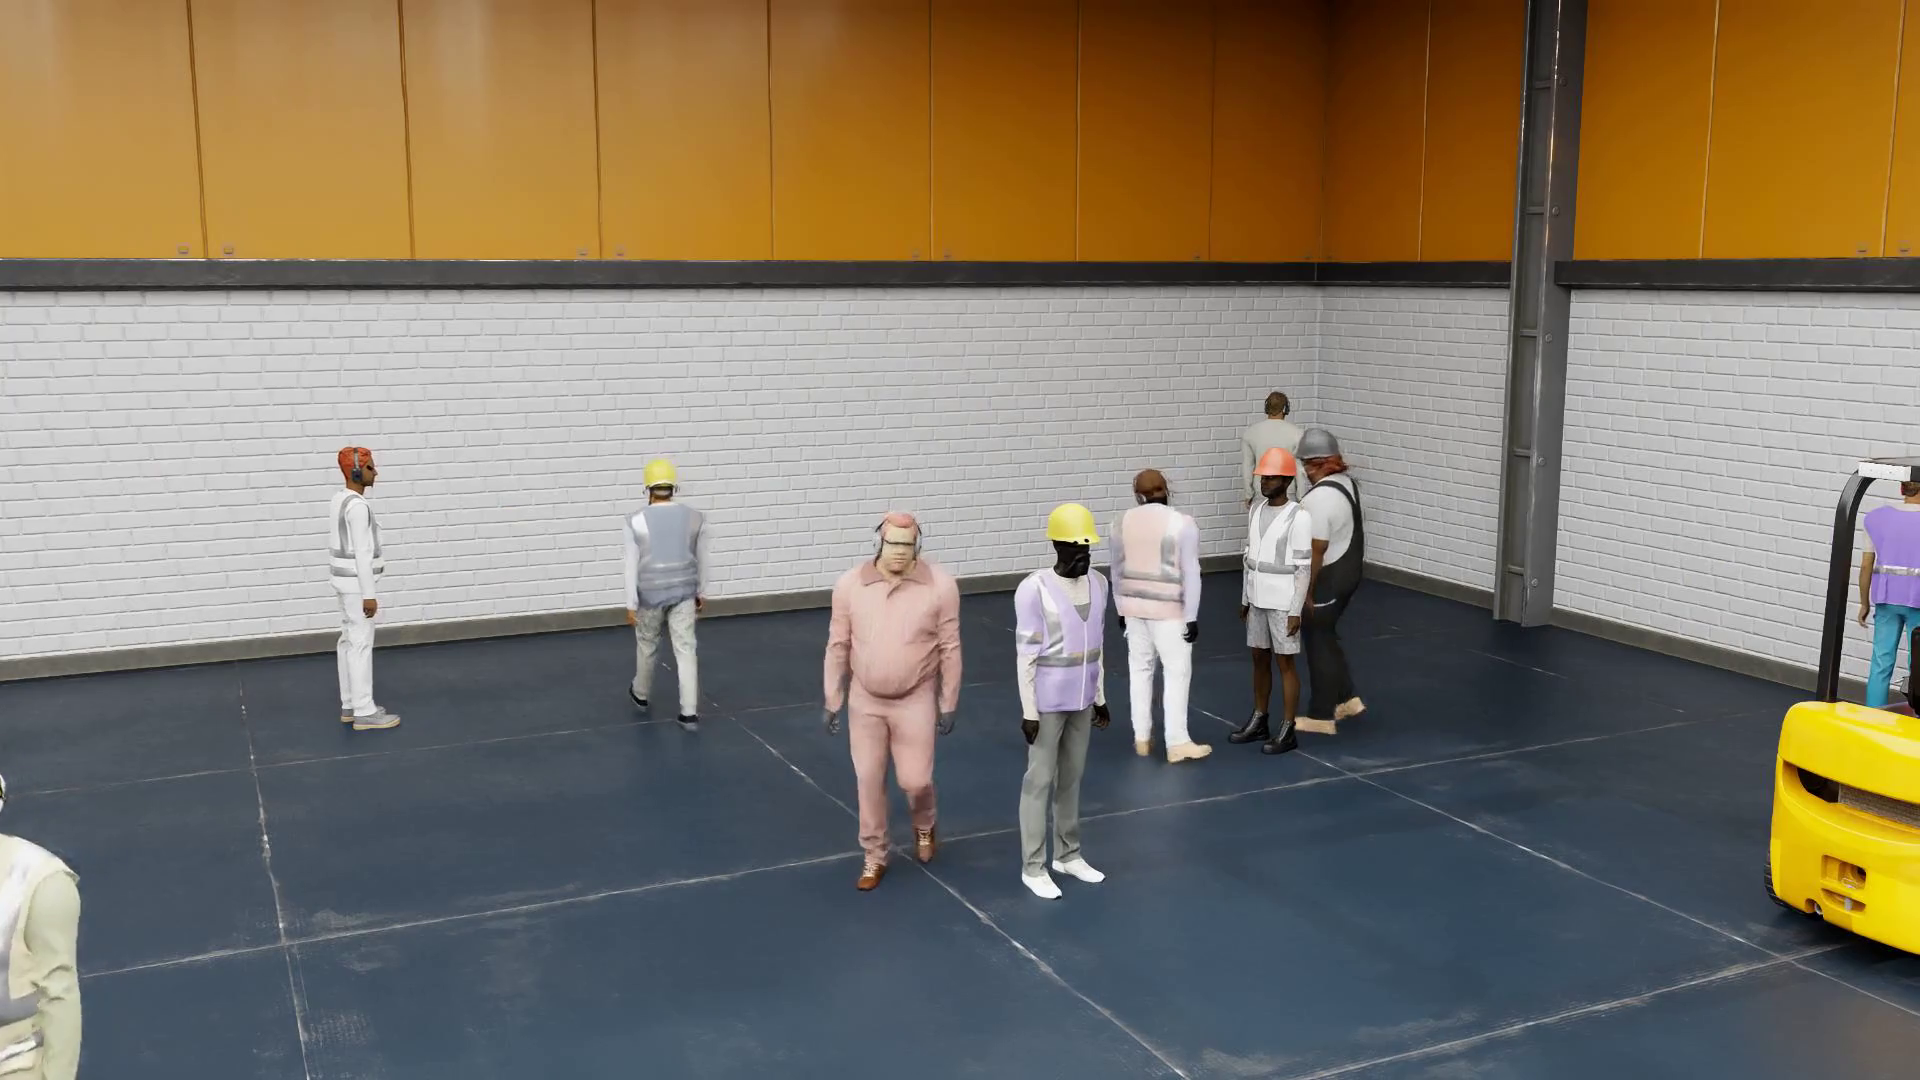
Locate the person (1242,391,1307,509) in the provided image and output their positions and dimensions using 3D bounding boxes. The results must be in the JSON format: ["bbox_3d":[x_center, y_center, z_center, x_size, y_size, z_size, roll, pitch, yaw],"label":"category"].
[{"bbox_3d":[2.935,-0.421,15.511,0.629,1.936,0.373,5,10,28],"label":"person"}]

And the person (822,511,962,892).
[{"bbox_3d":[-0.333,0.778,8.232,0.675,1.886,0.491,1,9,9],"label":"person"}]

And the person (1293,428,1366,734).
[{"bbox_3d":[2.372,0.257,10.975,0.536,2.000,0.705,6,11,31],"label":"person"}]

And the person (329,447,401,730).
[{"bbox_3d":[-4.012,0.316,11.100,0.357,1.881,0.574,-6,11,-33],"label":"person"}]

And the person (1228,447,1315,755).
[{"bbox_3d":[1.975,0.378,10.531,0.350,1.942,0.545,-6,11,-33],"label":"person"}]

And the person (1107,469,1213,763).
[{"bbox_3d":[1.260,0.465,10.434,0.744,1.803,0.470,7,11,37],"label":"person"}]

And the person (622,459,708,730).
[{"bbox_3d":[-2.001,0.343,11.245,0.607,1.781,0.904,-4,10,-22],"label":"person"}]

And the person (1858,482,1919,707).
[{"bbox_3d":[5.976,0.431,10.513,0.397,1.840,0.564,-9,13,-43],"label":"person"}]

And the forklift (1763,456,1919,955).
[{"bbox_3d":[4.857,0.731,7.561,2.313,2.155,1.214,-4,10,-25],"label":"forklift"}]

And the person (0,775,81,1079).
[{"bbox_3d":[-2.665,1.401,4.574,0.599,1.813,0.617,1,9,7],"label":"person"}]

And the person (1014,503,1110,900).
[{"bbox_3d":[0.520,0.769,8.144,0.589,1.928,0.384,-8,12,-41],"label":"person"}]
